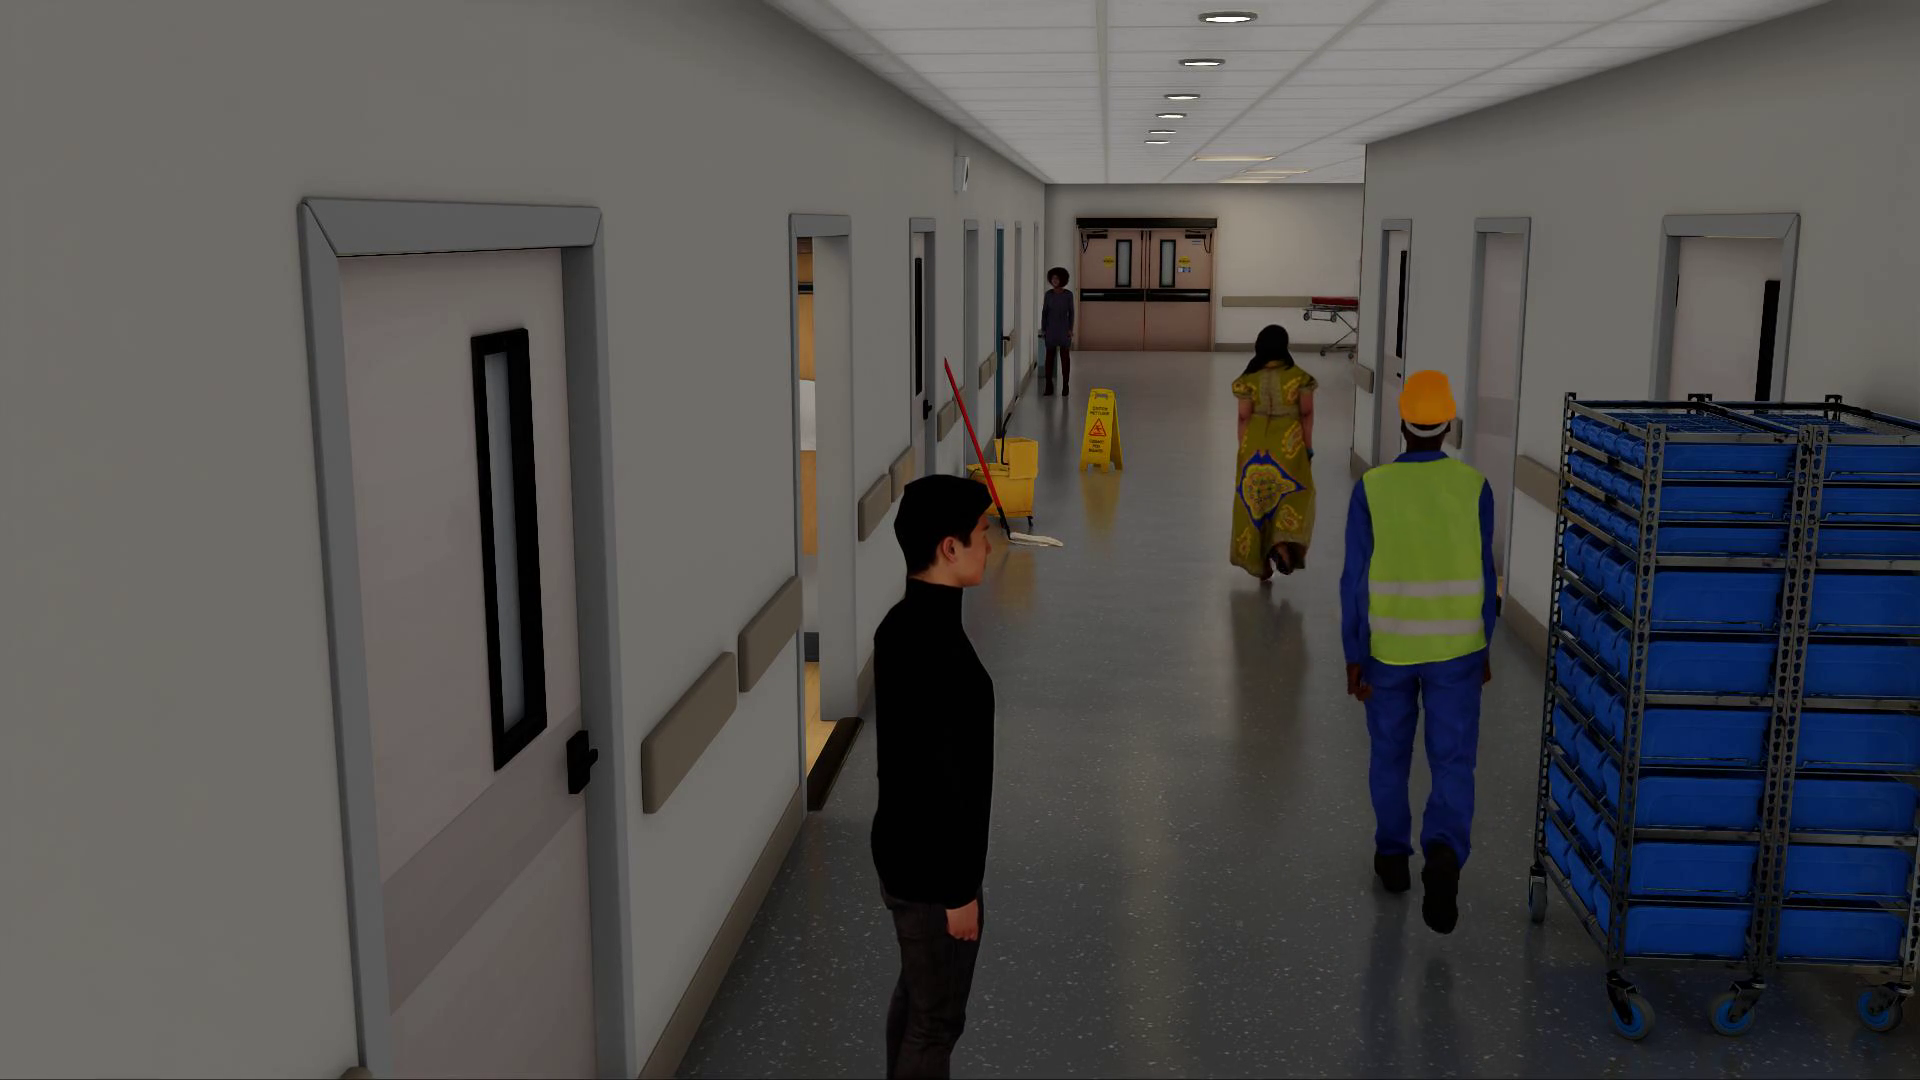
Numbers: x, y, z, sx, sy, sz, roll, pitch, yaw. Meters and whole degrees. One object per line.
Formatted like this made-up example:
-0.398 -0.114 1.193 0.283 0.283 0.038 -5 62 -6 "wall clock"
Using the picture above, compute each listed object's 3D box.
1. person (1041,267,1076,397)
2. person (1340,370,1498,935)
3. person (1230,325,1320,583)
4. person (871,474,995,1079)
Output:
1.319 -2.796 22.304 0.633 1.709 0.566 3 11 16 "person"
1.507 0.369 5.394 0.740 1.794 1.082 2 11 10 "person"
1.976 -0.519 10.468 0.785 1.648 0.948 3 11 14 "person"
-0.068 0.703 3.830 0.752 1.722 0.563 -2 11 -9 "person"
